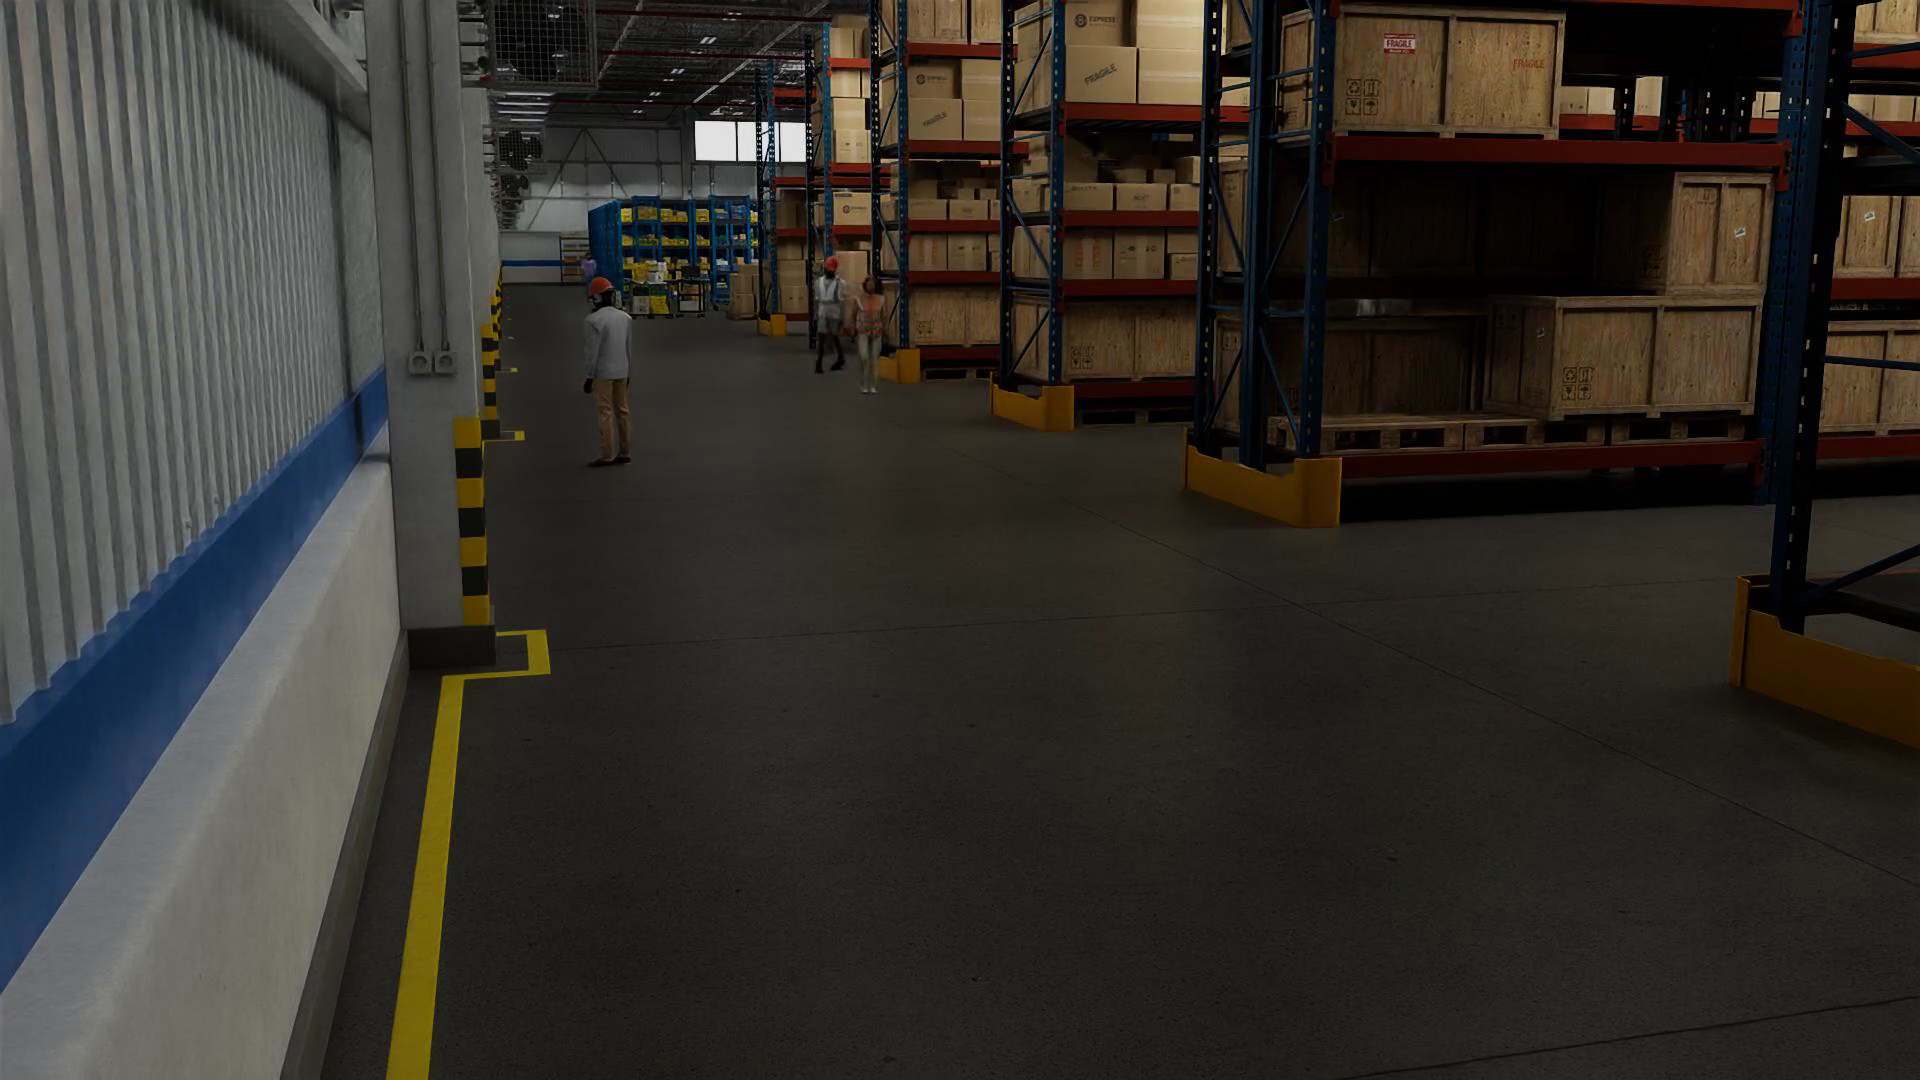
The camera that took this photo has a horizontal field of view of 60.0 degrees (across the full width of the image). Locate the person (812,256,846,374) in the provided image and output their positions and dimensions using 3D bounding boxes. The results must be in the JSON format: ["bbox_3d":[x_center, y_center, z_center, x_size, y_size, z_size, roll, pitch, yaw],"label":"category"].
[{"bbox_3d":[-2.081,-3.629,26.800,0.605,1.879,0.945,3,11,19],"label":"person"}]

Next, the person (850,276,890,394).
[{"bbox_3d":[-1.204,-2.781,22.667,0.540,1.614,0.674,-2,10,-13],"label":"person"}]

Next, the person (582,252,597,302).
[{"bbox_3d":[-13.503,-9.602,60.736,0.592,1.821,0.649,-5,11,-26],"label":"person"}]

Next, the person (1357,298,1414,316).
[{"bbox_3d":[4.211,-1.824,16.275,0.651,1.965,0.646,-8,13,-39],"label":"person"}]

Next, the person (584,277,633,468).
[{"bbox_3d":[-3.250,-1.539,15.297,0.332,1.746,0.559,6,12,31],"label":"person"}]
